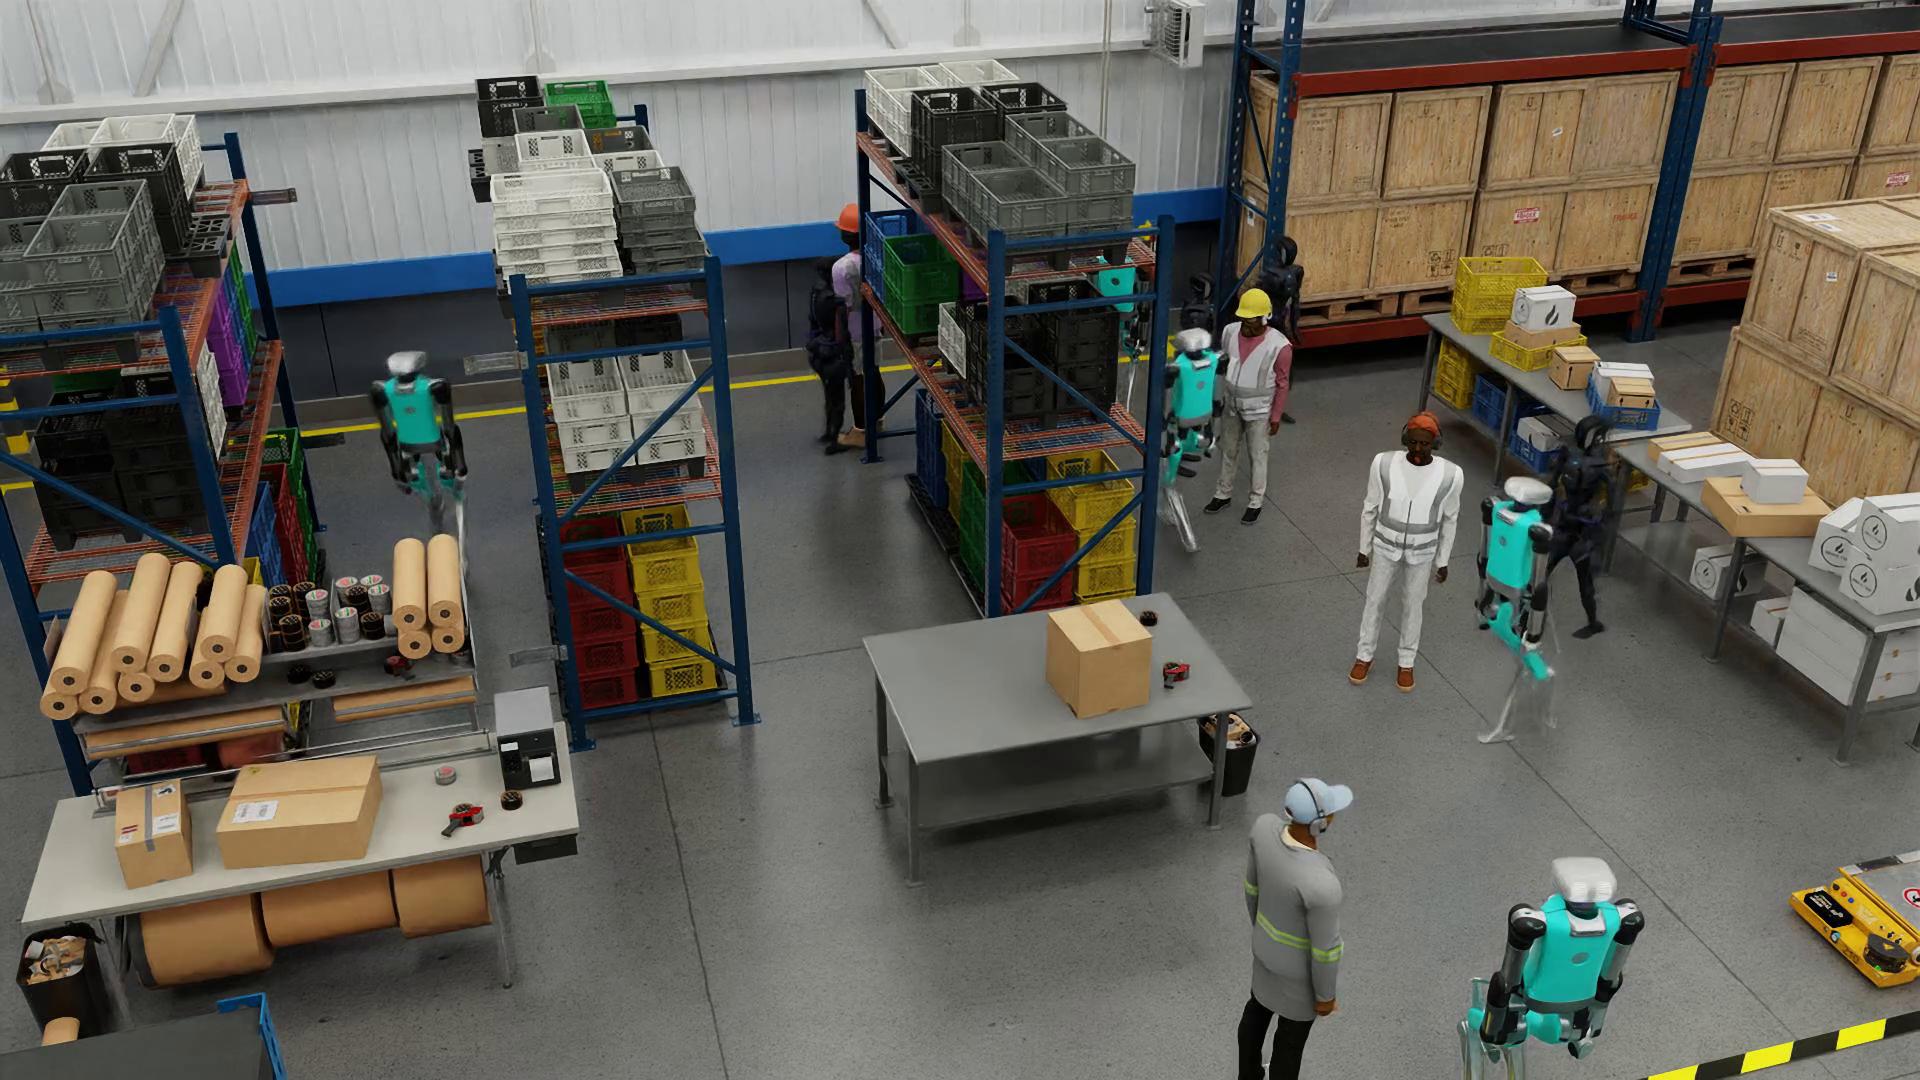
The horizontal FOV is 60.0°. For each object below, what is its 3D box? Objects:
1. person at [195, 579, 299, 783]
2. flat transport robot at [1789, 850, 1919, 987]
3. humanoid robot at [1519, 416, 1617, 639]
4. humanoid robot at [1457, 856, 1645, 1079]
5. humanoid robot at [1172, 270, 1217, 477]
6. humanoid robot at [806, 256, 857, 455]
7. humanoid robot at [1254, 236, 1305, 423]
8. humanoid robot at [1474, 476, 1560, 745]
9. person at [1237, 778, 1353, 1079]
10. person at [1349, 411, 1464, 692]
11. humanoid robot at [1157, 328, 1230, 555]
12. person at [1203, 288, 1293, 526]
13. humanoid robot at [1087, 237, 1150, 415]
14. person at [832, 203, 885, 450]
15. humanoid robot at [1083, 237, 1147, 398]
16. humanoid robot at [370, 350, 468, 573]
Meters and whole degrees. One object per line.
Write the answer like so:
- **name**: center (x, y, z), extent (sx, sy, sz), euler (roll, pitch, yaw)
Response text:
- **person**: center (-3.623, 1.048, 8.493), extent (0.367, 1.964, 0.608), euler (8, 30, 14)
- **flat transport robot**: center (5.163, 1.916, 8.676), extent (1.431, 0.231, 0.659), euler (-8, 30, -14)
- **humanoid robot**: center (3.985, -0.039, 10.814), extent (0.787, 1.628, 0.599), euler (-12, 31, -21)
- **humanoid robot**: center (2.401, 1.896, 7.047), extent (0.533, 1.677, 0.735), euler (-2, 29, -4)
- **humanoid robot**: center (1.843, -1.338, 13.119), extent (0.315, 1.656, 0.599), euler (9, 30, 16)
- **humanoid robot**: center (-1.024, -1.501, 13.419), extent (0.356, 1.649, 0.612), euler (-19, 34, -31)
- **humanoid robot**: center (2.608, -1.754, 13.898), extent (0.612, 1.638, 0.470), euler (-19, 34, -30)
- **humanoid robot**: center (3.428, 0.450, 9.935), extent (0.748, 1.884, 0.568), euler (-13, 31, -22)
- **person**: center (1.457, 1.797, 7.248), extent (0.374, 1.852, 0.588), euler (-13, 31, -22)
- **person**: center (2.764, 0.074, 10.352), extent (0.571, 1.882, 0.356), euler (9, 30, 16)
- **humanoid robot**: center (1.554, -0.774, 12.042), extent (0.574, 1.743, 0.965), euler (-11, 31, -20)
- **person**: center (2.122, -0.994, 12.345), extent (0.596, 1.832, 0.404), euler (20, 34, 31)
- **humanoid robot**: center (1.348, -1.796, 13.766), extent (0.533, 1.677, 0.735), euler (10, 30, 17)
- **person**: center (-0.822, -1.718, 13.444), extent (0.366, 2.048, 0.607), euler (20, 34, 32)
- **humanoid robot**: center (1.245, -1.961, 14.280), extent (0.541, 1.830, 0.776), euler (-3, 29, -5)
- **humanoid robot**: center (-3.676, -0.590, 11.632), extent (0.529, 1.729, 0.717), euler (-1, 29, -2)
